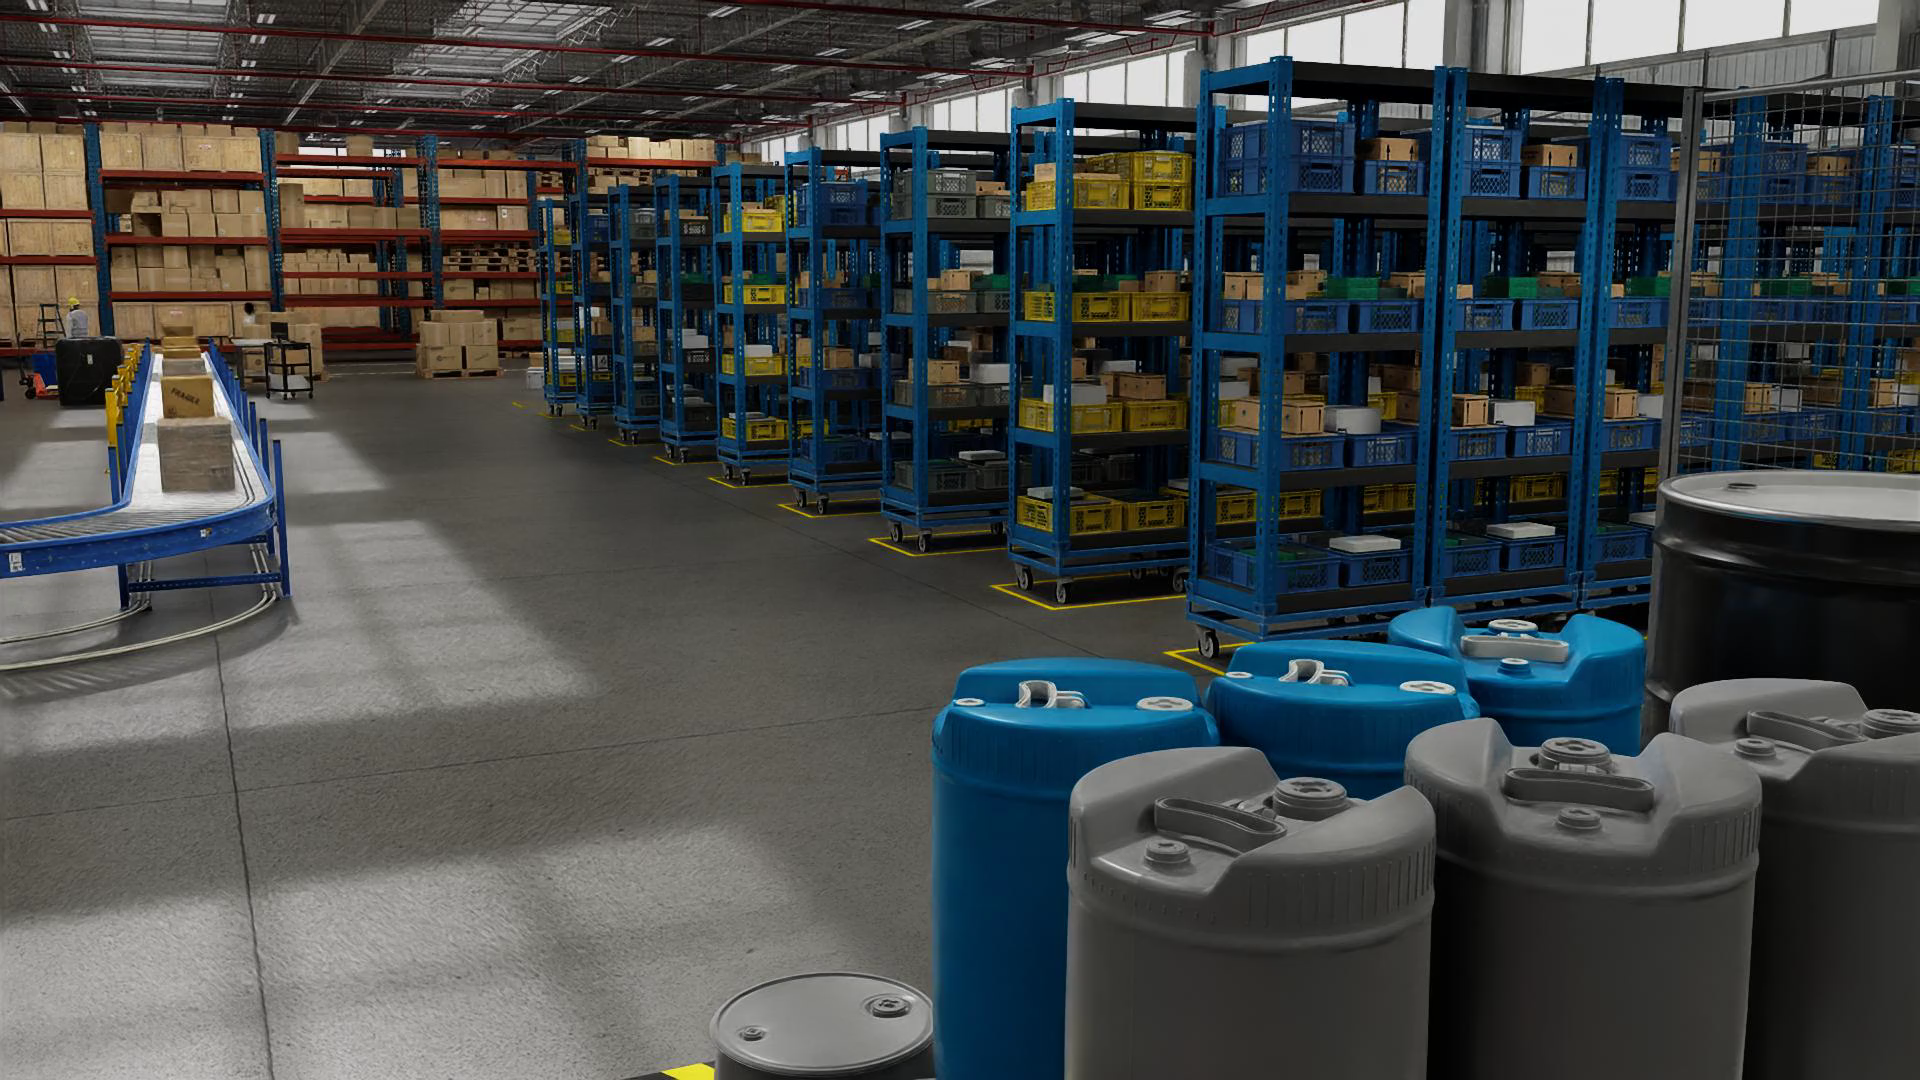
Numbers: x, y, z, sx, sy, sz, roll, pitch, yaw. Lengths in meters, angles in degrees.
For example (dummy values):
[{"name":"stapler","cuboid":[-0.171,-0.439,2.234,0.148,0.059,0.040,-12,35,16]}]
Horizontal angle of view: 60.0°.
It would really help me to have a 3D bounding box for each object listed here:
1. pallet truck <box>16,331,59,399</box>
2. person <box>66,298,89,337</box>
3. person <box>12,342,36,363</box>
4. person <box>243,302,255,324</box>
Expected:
[{"name":"pallet truck","cuboid":[-17.082,-3.353,31.781,1.630,1.274,0.653,-4,10,-25]},{"name":"person","cuboid":[-20.235,-4.636,38.136,0.404,1.826,0.593,3,10,19]},{"name":"person","cuboid":[-24.500,-5.578,43.771,0.991,1.873,0.575,-3,10,-16]},{"name":"person","cuboid":[-17.374,-5.005,40.844,0.546,1.680,0.413,7,12,37]}]
